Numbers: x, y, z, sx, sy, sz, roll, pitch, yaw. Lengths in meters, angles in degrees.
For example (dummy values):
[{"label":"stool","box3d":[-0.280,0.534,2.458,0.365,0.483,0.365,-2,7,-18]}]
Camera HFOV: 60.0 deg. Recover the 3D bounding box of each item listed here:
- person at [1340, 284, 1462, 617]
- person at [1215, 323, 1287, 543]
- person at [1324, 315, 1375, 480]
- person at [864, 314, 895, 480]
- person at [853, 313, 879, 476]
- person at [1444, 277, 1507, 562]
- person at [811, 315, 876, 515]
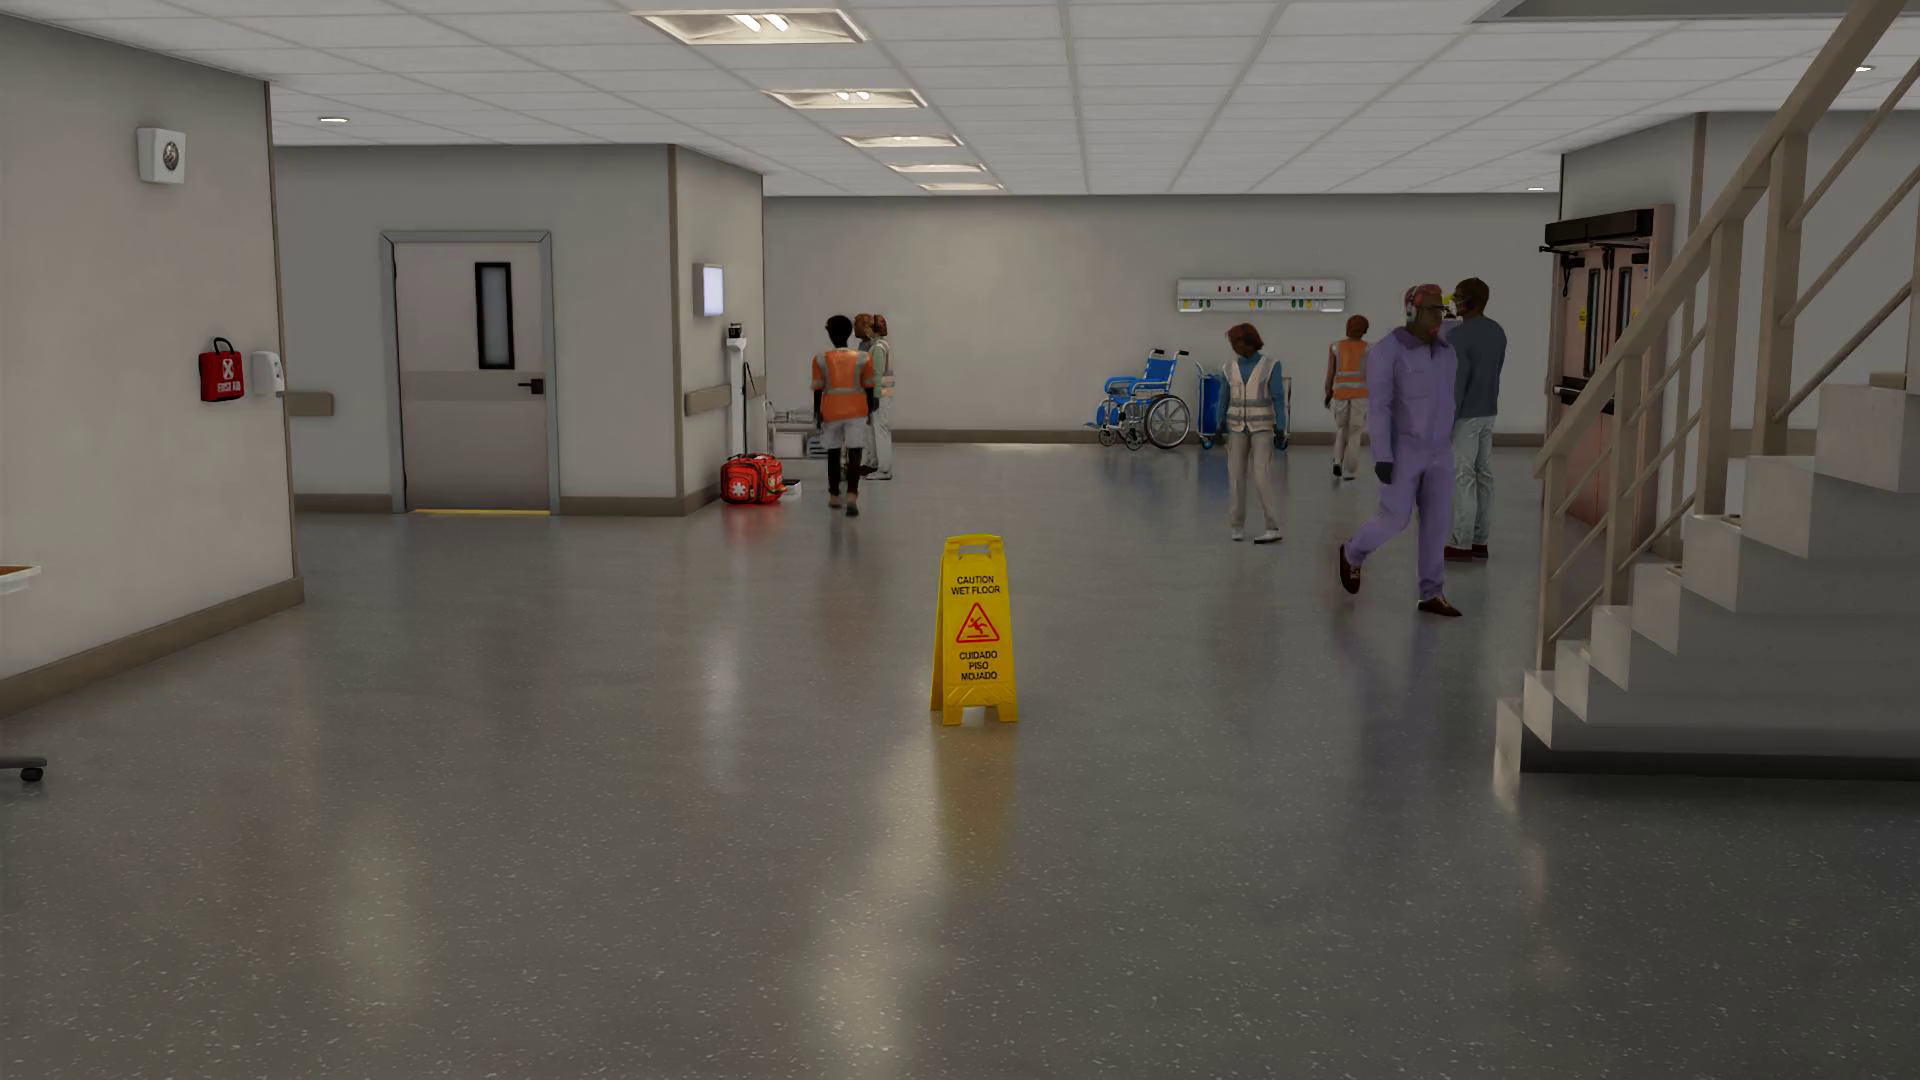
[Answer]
[{"label":"person","box3d":[2.573,-0.525,9.571,0.642,1.887,0.749,-4,9,-28]},{"label":"person","box3d":[2.165,-0.788,12.294,0.596,1.607,0.420,5,10,32]},{"label":"person","box3d":[3.862,-1.402,16.382,0.542,1.620,0.378,5,10,31]},{"label":"person","box3d":[-0.798,-1.405,16.411,0.314,1.632,0.517,0,8,0]},{"label":"person","box3d":[-0.949,-1.459,16.759,0.279,1.634,0.497,-1,8,-10]},{"label":"person","box3d":[3.465,-0.816,11.360,0.372,1.940,0.631,8,12,44]},{"label":"person","box3d":[-0.971,-1.050,13.876,0.529,1.659,0.823,0,8,2]}]
